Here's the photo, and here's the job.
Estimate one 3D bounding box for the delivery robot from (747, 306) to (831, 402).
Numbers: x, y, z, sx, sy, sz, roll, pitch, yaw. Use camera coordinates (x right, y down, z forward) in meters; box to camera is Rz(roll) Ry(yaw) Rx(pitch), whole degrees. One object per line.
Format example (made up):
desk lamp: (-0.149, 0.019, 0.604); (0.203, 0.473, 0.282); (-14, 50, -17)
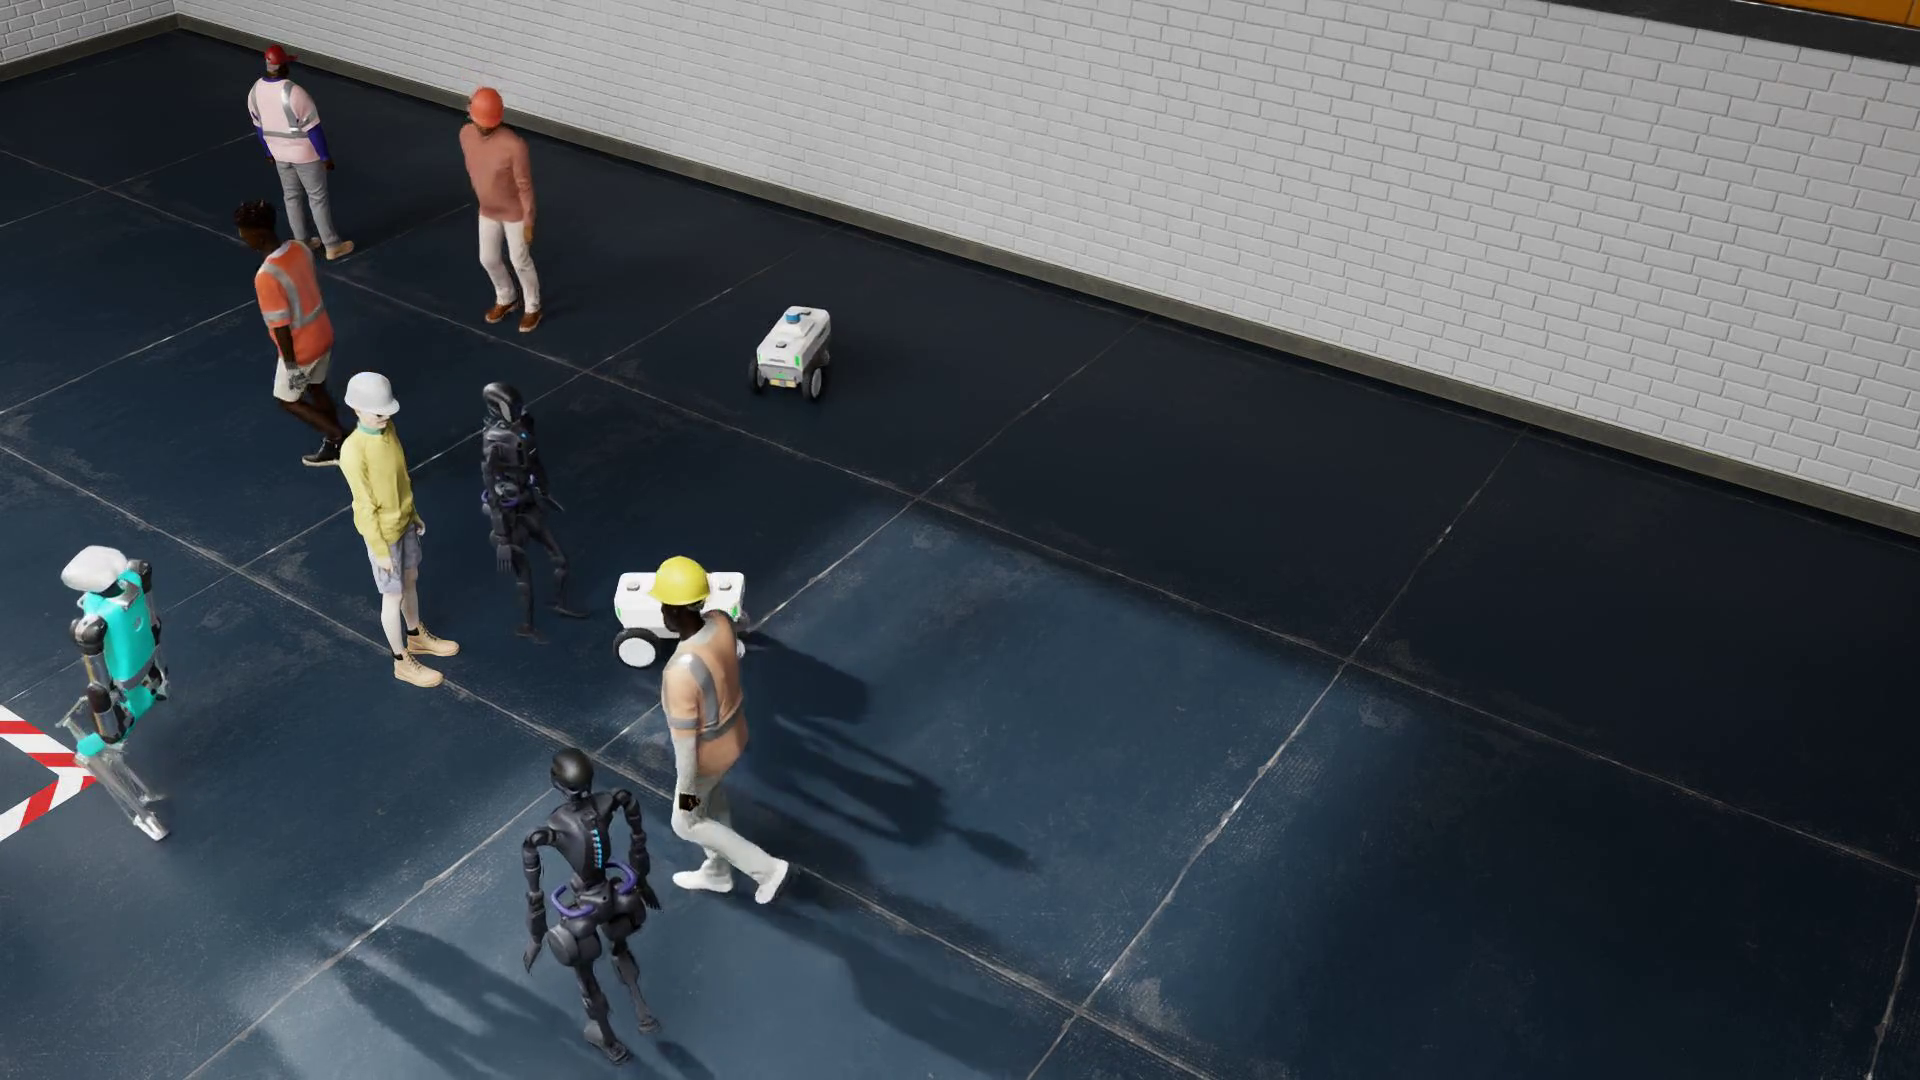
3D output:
delivery robot: (-1.209, -1.362, 11.967); (0.523, 0.602, 0.774); (9, 36, 13)

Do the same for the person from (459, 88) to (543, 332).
person: (-3.358, -2.416, 12.250); (0.642, 1.948, 0.526); (14, 37, 19)

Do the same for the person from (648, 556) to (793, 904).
person: (-1.099, 0.923, 7.517); (0.556, 1.907, 0.602); (7, 36, 10)

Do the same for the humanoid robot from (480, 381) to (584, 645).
humanoid robot: (-2.423, -0.145, 9.239); (0.349, 1.650, 0.612); (8, 36, 12)

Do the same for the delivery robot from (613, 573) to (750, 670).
delivery robot: (-1.592, 0.389, 9.447); (0.767, 0.581, 0.499); (0, 35, 0)

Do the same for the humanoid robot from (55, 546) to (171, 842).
humanoid robot: (-4.099, 0.765, 7.904); (0.836, 1.793, 0.604); (4, 35, 5)

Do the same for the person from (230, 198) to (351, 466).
person: (-4.178, -1.264, 10.608); (0.500, 1.944, 0.629); (4, 35, 6)

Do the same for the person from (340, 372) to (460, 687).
person: (-3.059, -0.062, 8.947); (0.397, 1.885, 0.471); (5, 35, 7)

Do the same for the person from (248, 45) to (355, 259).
person: (-5.339, -3.118, 13.429); (0.608, 1.749, 0.419); (10, 36, 14)

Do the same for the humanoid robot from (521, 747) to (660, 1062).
humanoid robot: (-1.517, 1.533, 6.847); (0.615, 1.652, 0.355); (-28, 44, -34)
